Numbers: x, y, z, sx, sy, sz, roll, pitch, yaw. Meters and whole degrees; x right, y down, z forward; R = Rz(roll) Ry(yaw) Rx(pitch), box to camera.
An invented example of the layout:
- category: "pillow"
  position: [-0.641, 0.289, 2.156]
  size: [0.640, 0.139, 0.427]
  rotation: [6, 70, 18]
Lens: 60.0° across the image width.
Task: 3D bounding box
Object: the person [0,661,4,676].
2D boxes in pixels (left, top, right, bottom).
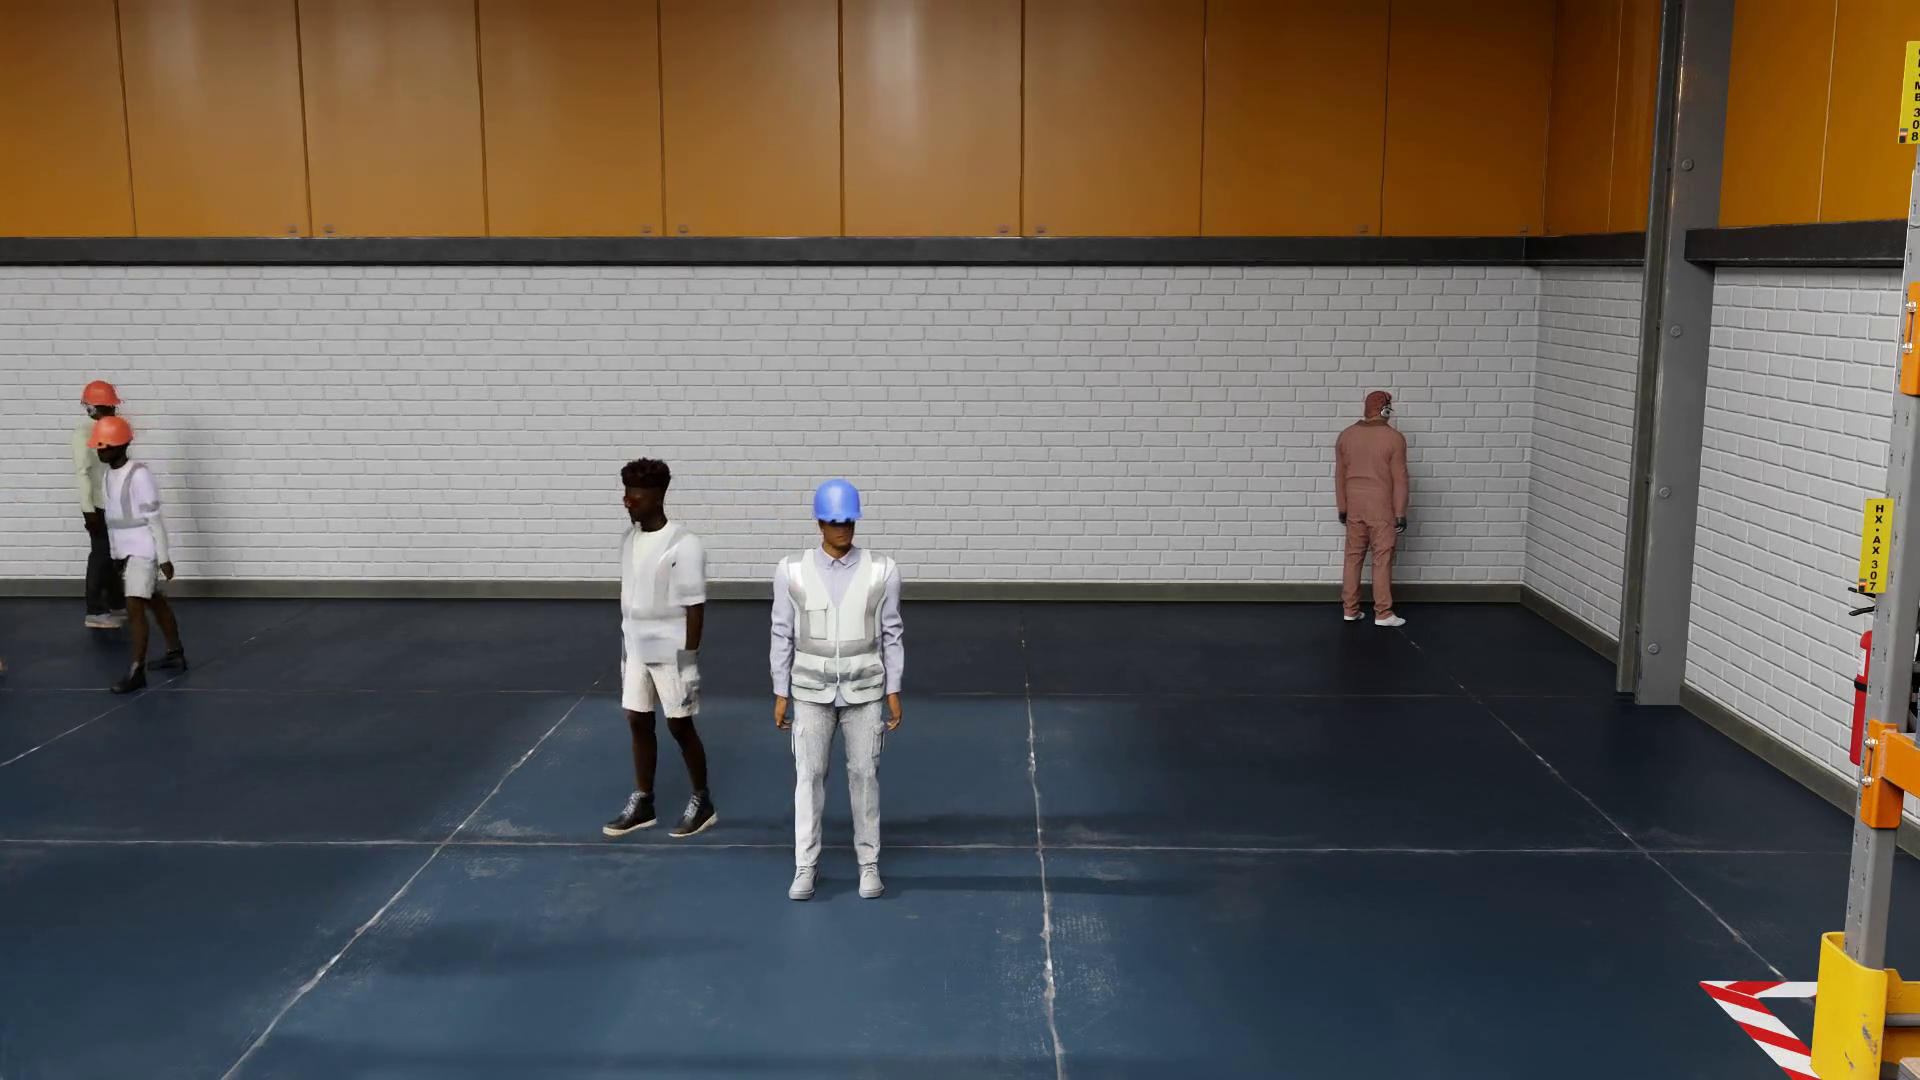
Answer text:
- category: "person"
  position: [-6.931, 0.174, 11.516]
  size: [0.549, 1.661, 0.489]
  rotation: [6, 11, 34]

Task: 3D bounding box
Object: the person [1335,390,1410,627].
- category: "person"
  position: [3.337, -0.252, 13.412]
  size: [0.401, 1.901, 0.642]
  rotation: [-8, 13, -41]

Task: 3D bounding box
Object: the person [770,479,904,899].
- category: "person"
  position: [-0.562, 0.686, 7.639]
  size: [0.616, 1.946, 0.391]
  rotation: [-1, 9, -3]

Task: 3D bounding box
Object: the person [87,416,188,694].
- category: "person"
  position: [-5.721, 0.073, 11.545]
  size: [0.609, 1.892, 0.697]
  rotation: [8, 12, 39]

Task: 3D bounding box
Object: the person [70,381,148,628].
- category: "person"
  position: [-6.881, -0.290, 13.422]
  size: [0.397, 1.977, 0.653]
  rotation: [0, 9, 2]

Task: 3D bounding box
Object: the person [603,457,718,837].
- category: "person"
  position: [-1.523, 0.550, 8.440]
  size: [0.634, 1.967, 0.415]
  rotation: [8, 12, 39]
